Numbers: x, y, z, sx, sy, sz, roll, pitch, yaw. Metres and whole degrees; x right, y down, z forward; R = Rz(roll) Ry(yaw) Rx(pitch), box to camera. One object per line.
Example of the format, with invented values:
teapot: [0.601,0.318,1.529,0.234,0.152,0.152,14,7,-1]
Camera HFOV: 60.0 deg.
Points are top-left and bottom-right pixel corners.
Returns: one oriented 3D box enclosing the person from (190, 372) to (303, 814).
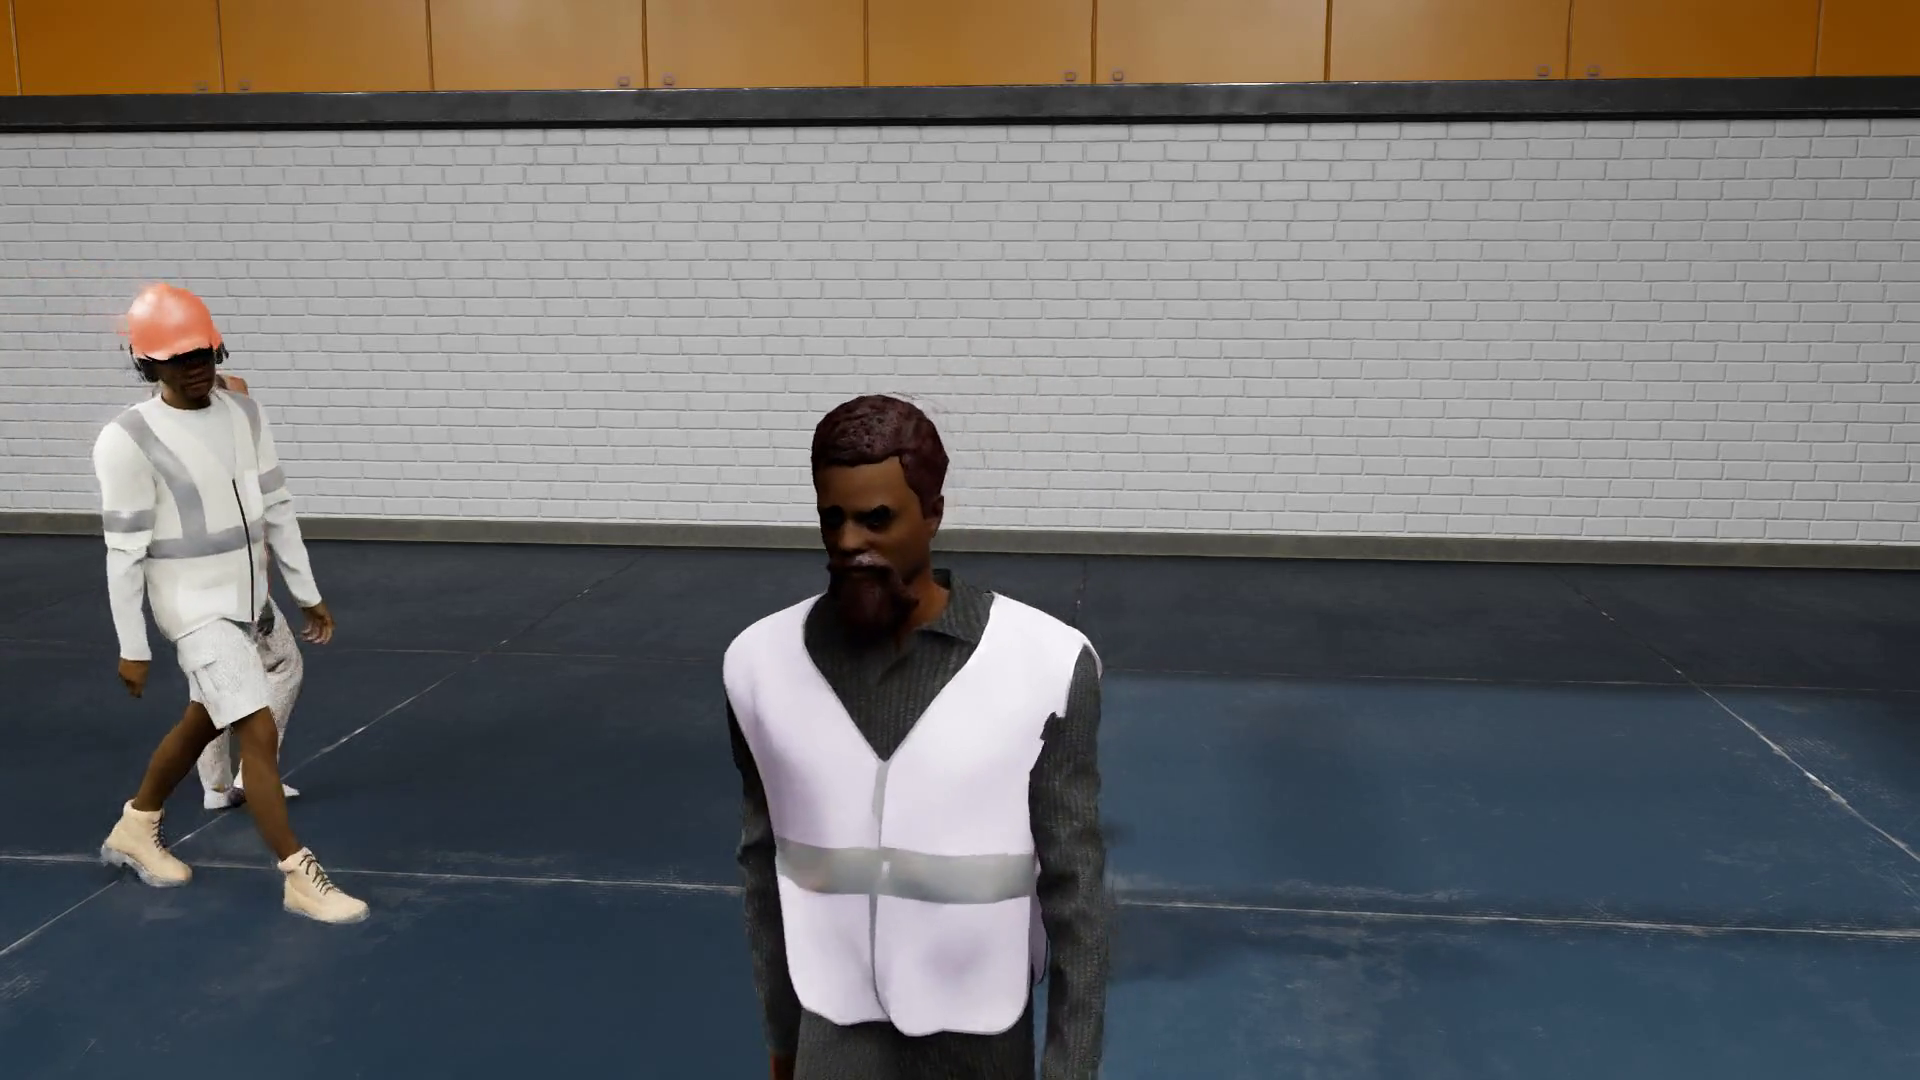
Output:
person: [-2.671,0.197,6.142,0.538,1.623,0.433,6,11,30]

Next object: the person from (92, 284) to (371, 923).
person: [-2.371,0.203,5.172,1.039,1.986,0.647,2,10,14]

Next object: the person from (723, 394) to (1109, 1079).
person: [-0.059,0.705,2.557,0.600,1.883,0.964,2,10,11]
